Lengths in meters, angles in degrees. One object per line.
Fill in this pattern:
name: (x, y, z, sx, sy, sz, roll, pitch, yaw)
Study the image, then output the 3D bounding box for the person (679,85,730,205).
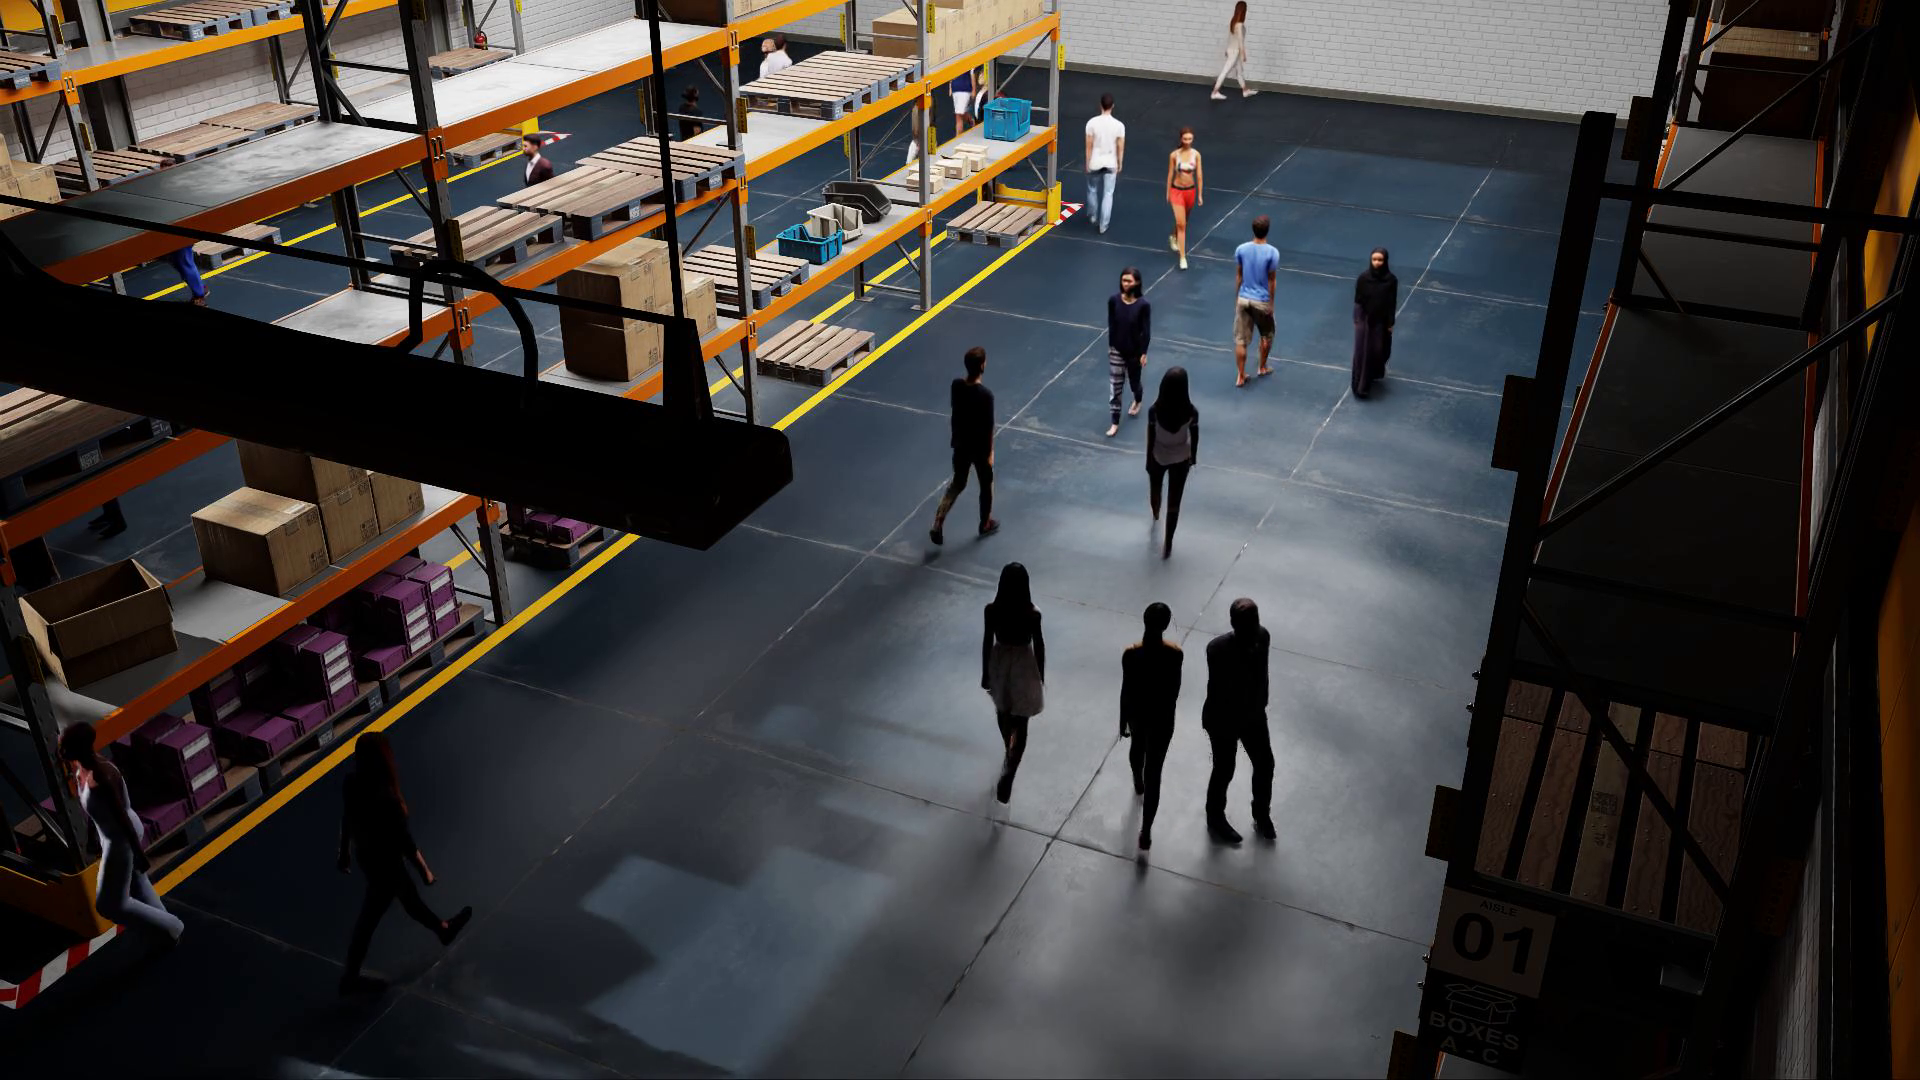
person: (-3.806, -5.448, 23.259, 0.859, 1.724, 1.149, 23, 36, 35)

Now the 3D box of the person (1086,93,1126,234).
person: (1.923, -5.042, 22.394, 0.865, 1.840, 1.041, 3, 29, 5)

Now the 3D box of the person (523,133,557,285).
person: (-5.208, -4.148, 20.730, 0.739, 1.864, 0.769, -23, 36, -35)

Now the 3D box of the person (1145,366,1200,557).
person: (1.829, -0.657, 14.540, 0.833, 1.663, 1.142, 3, 29, 6)

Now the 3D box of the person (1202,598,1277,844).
person: (1.788, 1.155, 11.048, 0.884, 1.826, 0.968, -19, 34, -31)

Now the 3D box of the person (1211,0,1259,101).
person: (4.656, -8.415, 28.770, 1.024, 1.656, 1.112, -3, 29, -5)

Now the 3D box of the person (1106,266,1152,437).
person: (1.739, -1.964, 16.901, 0.619, 1.697, 1.055, 12, 31, 21)

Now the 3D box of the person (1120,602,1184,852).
person: (1.273, 1.262, 11.015, 0.836, 1.671, 1.267, 2, 29, 4)

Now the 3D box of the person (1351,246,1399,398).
person: (4.425, -2.353, 17.712, 0.719, 1.604, 0.995, 7, 29, 13)

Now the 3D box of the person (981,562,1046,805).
person: (0.356, 1.004, 11.410, 0.801, 1.745, 1.173, 5, 29, 9)

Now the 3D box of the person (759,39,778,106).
person: (-2.942, -6.980, 26.069, 0.721, 1.723, 0.710, -17, 33, -28)

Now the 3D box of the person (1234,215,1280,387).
person: (3.120, -2.524, 17.769, 0.644, 1.849, 0.854, 13, 31, 23)

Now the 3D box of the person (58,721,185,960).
person: (-4.923, 1.792, 9.941, 0.778, 1.768, 0.741, -23, 36, -36)

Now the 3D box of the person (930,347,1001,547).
person: (0.049, -0.784, 14.594, 0.823, 1.834, 1.151, 21, 35, 33)

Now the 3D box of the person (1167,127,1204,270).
person: (2.863, -4.441, 21.392, 0.985, 1.745, 1.243, -2, 29, -4)

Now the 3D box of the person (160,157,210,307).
person: (-9.345, -3.671, 19.852, 0.723, 1.868, 0.708, 18, 33, 29)

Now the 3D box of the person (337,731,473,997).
person: (-3.489, 1.946, 9.774, 1.230, 1.657, 0.929, -24, 37, -37)

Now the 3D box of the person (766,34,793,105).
person: (-2.843, -6.852, 25.753, 0.729, 1.802, 1.197, 17, 33, 28)
